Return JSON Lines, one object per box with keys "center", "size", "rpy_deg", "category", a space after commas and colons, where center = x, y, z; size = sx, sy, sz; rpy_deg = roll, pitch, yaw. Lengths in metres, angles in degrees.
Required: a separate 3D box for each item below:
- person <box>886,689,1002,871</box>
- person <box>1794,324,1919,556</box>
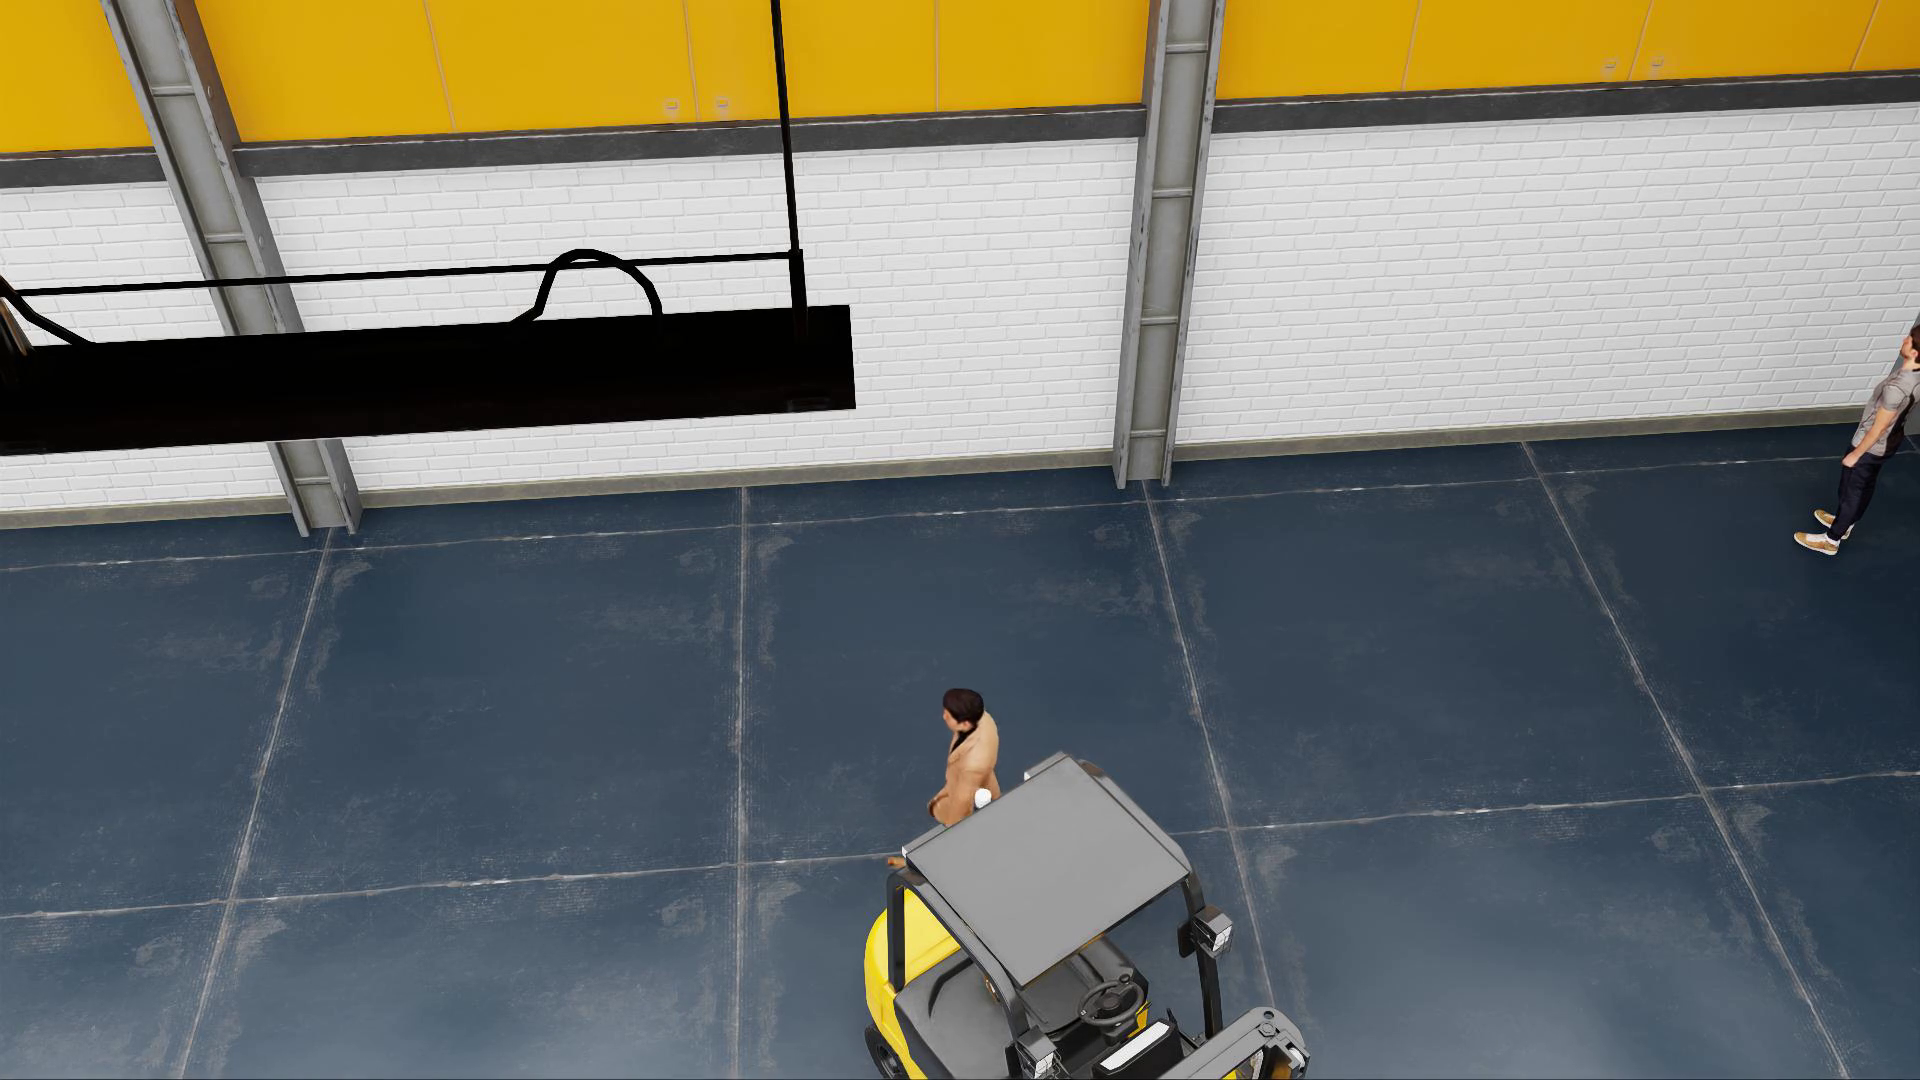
{"center": [0.169, 1.445, 9.320], "size": [1.040, 1.694, 0.674], "rpy_deg": [-3, 44, -3], "category": "person"}
{"center": [6.291, -0.687, 11.411], "size": [0.703, 1.896, 0.790], "rpy_deg": [-32, 52, -29], "category": "person"}
